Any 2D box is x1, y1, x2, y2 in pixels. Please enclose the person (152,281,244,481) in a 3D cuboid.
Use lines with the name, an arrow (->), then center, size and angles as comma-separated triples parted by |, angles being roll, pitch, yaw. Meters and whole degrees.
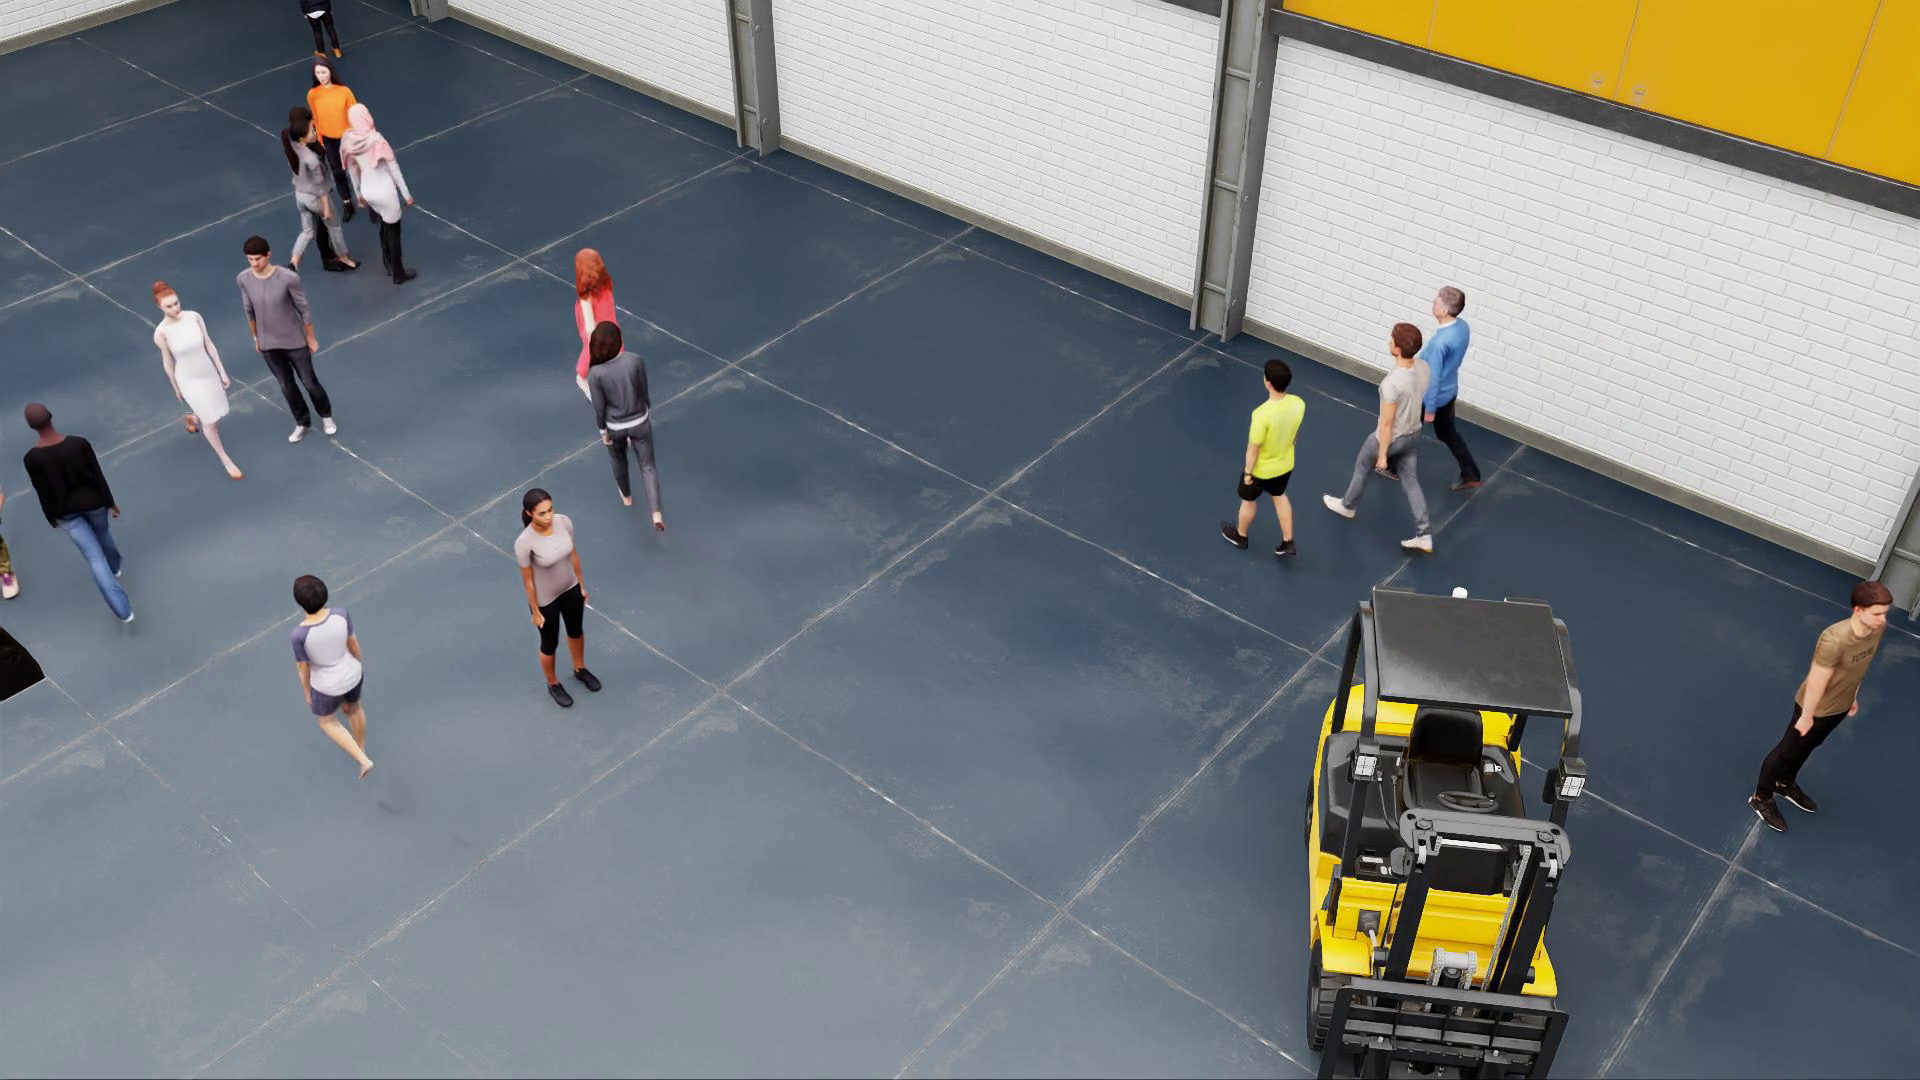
person -> -6.064, -1.274, 13.144 | 0.917, 1.774, 0.609 | 25, 45, 28

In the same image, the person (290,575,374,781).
person -> -3.954, 0.906, 10.598 | 0.768, 1.545, 0.579 | 29, 47, 31

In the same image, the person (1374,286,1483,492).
person -> 3.796, -1.120, 12.943 | 1.141, 1.784, 0.723 | 24, 44, 27

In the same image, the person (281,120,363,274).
person -> -6.116, -3.126, 15.573 | 0.981, 1.637, 0.759 | 22, 43, 25

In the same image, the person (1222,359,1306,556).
person -> 2.349, -0.575, 12.329 | 0.840, 1.698, 0.980 | -18, 42, -21

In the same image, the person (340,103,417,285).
person -> -5.450, -3.179, 15.514 | 0.675, 1.794, 0.812 | 14, 41, 17

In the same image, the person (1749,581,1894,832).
person -> 5.327, 0.987, 10.251 | 0.732, 1.851, 0.690 | -20, 43, -23

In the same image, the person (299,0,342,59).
person -> -7.731, -6.403, 20.010 | 0.565, 1.220, 0.565 | -17, 42, -21

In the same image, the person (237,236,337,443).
person -> -5.506, -1.656, 13.567 | 0.761, 1.843, 0.849 | 0, 39, 0

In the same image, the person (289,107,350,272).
person -> -6.171, -3.374, 15.884 | 0.733, 1.638, 0.663 | -8, 39, -10

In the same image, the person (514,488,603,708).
person -> -2.713, 0.357, 11.125 | 0.511, 1.745, 0.578 | 28, 46, 30

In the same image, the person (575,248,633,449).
person -> -2.797, -1.500, 13.398 | 0.684, 1.811, 0.671 | 16, 41, 19

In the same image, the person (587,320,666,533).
person -> -2.503, -0.845, 12.631 | 0.952, 1.746, 1.157 | -13, 41, -16

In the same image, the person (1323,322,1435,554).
person -> 3.329, -0.721, 12.394 | 0.840, 1.847, 1.300 | -25, 45, -28

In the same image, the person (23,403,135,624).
person -> -6.230, -0.160, 11.808 | 0.836, 1.702, 1.229 | -21, 43, -25

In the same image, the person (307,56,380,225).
person -> -6.155, -3.981, 16.558 | 0.697, 1.744, 0.775 | 0, 39, 0
